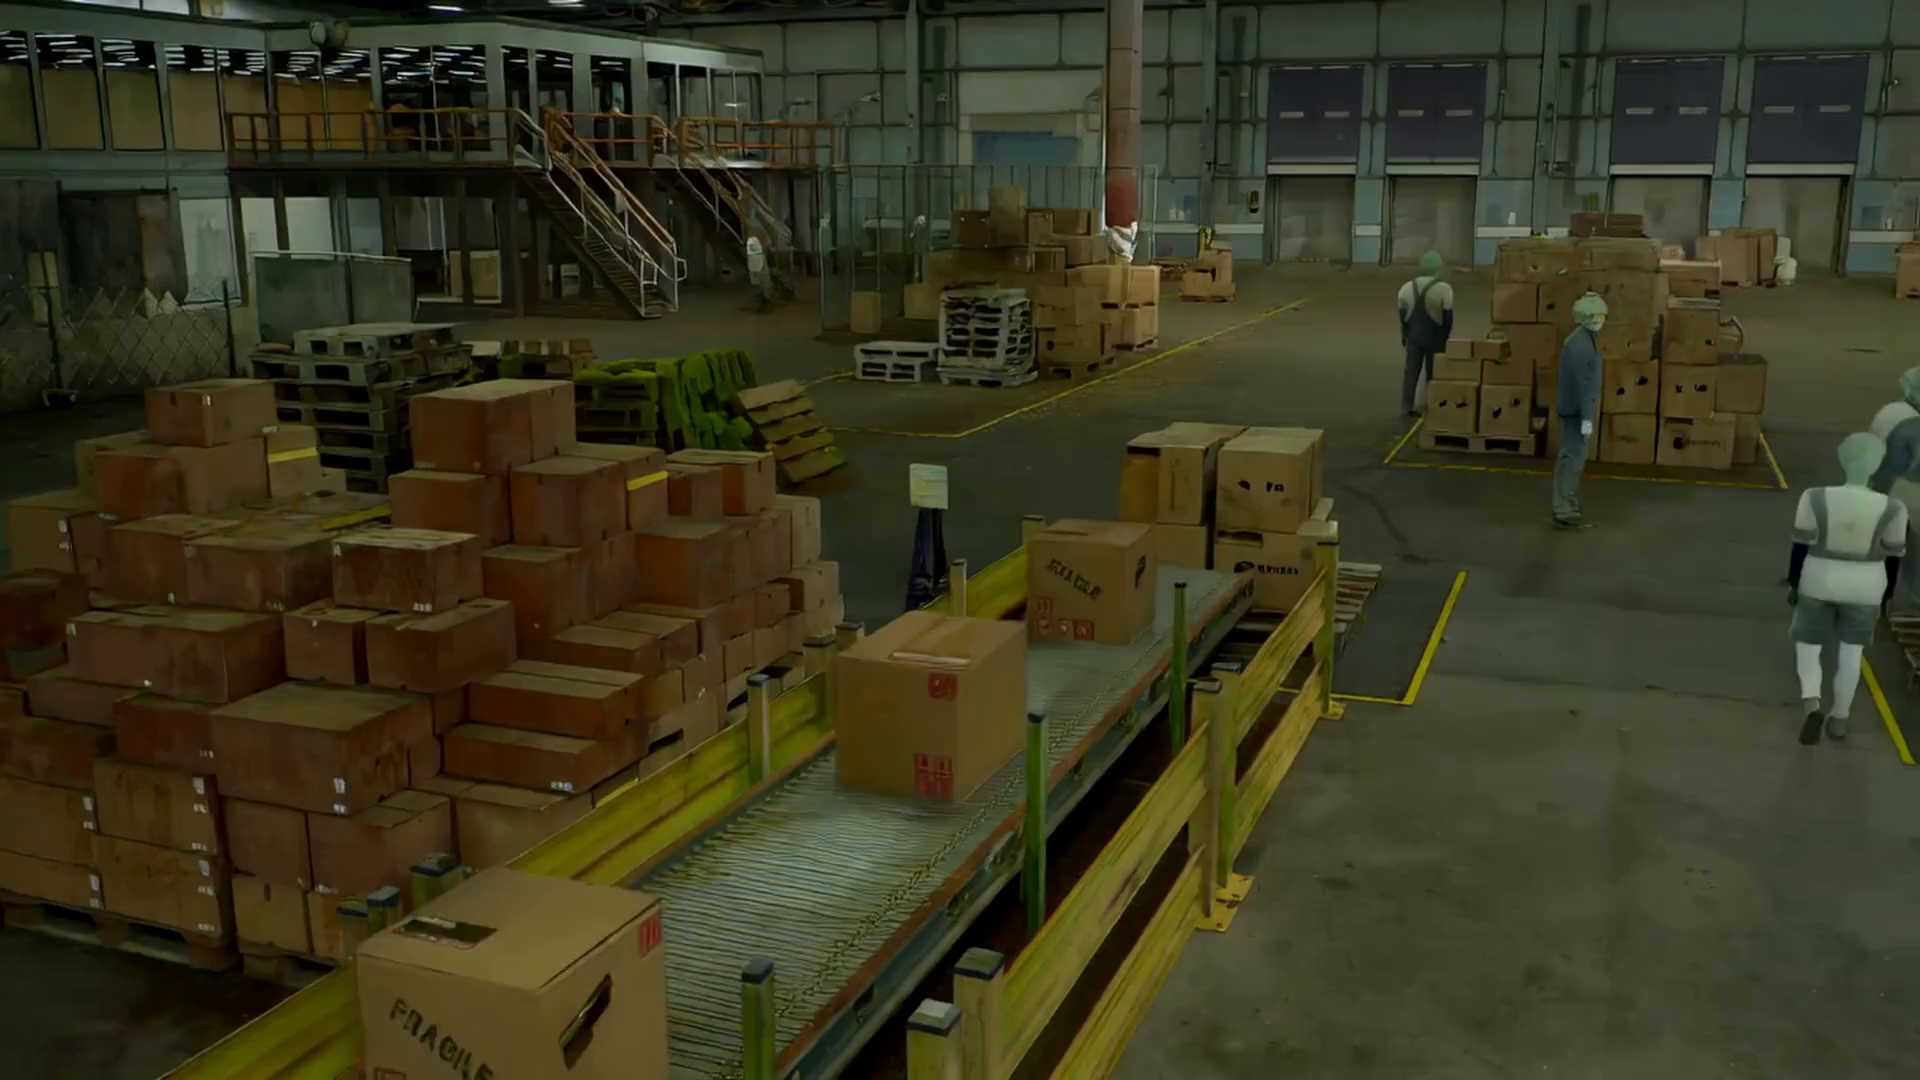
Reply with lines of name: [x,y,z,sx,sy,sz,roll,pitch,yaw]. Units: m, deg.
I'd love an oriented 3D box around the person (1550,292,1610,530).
person: [5.245,-1.092,14.084,0.375,1.997,0.608,2,13,7]

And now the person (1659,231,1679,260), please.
person: [12.874,-4.667,30.308,0.636,1.914,0.798,-10,16,-37]

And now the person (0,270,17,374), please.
person: [-14.244,-3.353,24.518,0.685,1.869,0.574,5,13,21]

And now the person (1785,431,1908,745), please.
person: [4.582,0.280,8.629,0.537,1.681,0.597,6,14,24]

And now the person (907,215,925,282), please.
person: [-1.143,-7.882,45.029,0.768,1.819,0.666,1,13,3]

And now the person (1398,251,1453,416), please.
person: [5.746,-2.524,20.405,0.686,2.000,0.538,11,17,41]

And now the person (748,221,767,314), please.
person: [-4.269,-5.719,34.979,0.376,1.934,0.547,-3,13,-15]

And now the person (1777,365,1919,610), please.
person: [6.077,-0.314,11.125,0.966,1.777,0.617,3,13,14]

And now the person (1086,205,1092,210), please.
person: [4.062,-9.769,53.265,1.033,1.891,0.604,8,15,31]
